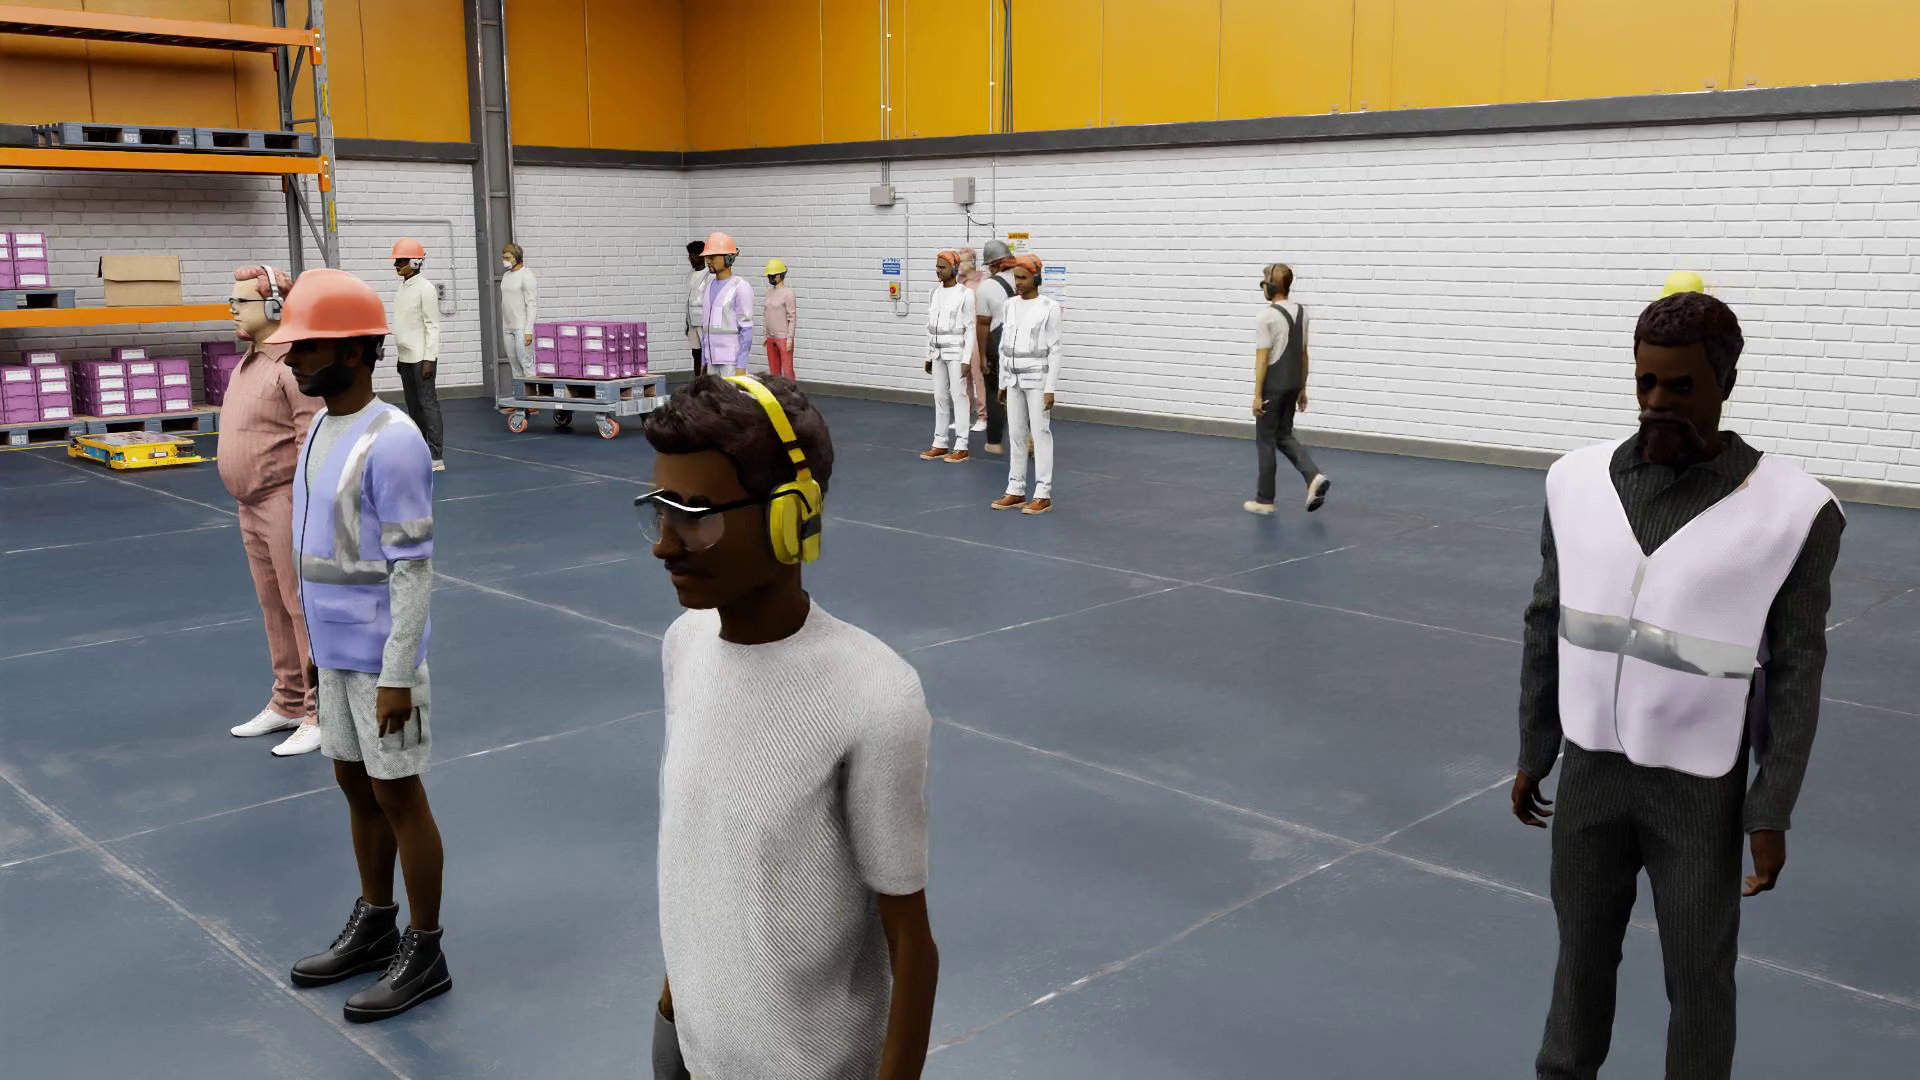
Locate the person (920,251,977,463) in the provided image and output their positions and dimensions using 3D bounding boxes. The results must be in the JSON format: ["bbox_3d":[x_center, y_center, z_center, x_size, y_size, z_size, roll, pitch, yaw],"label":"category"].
[{"bbox_3d":[-0.104,-1.635,14.897,0.356,1.882,0.574,-10,14,-44],"label":"person"}]

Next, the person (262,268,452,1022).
[{"bbox_3d":[-1.566,0.275,4.326,0.356,1.939,0.543,-10,14,-44],"label":"person"}]

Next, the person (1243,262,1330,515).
[{"bbox_3d":[2.333,-1.064,11.912,0.523,1.831,0.627,-8,13,-37],"label":"person"}]

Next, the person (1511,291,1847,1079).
[{"bbox_3d":[1.409,0.463,3.364,0.392,1.916,0.592,-10,14,-44],"label":"person"}]

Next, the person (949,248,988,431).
[{"bbox_3d":[0.109,-2.064,17.240,0.442,1.894,0.690,-9,14,-40],"label":"person"}]

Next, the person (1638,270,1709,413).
[{"bbox_3d":[4.395,-0.725,10.110,0.598,1.816,0.534,-8,13,-38],"label":"person"}]

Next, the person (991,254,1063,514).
[{"bbox_3d":[0.491,-1.134,12.153,0.356,1.886,0.574,-10,14,-44],"label":"person"}]

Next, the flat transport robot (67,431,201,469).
[{"bbox_3d":[-7.376,-0.816,14.822,0.652,0.197,1.431,-10,14,-44],"label":"flat transport robot"}]

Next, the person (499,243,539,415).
[{"bbox_3d":[-4.972,-2.364,18.723,0.373,1.938,0.630,-10,14,-44],"label":"person"}]

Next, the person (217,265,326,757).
[{"bbox_3d":[-2.682,-0.115,6.537,0.409,1.909,0.641,-10,14,-44],"label":"person"}]

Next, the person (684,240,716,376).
[{"bbox_3d":[-3.152,-2.651,20.213,0.368,1.963,0.603,-10,14,-44],"label":"person"}]

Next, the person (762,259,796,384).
[{"bbox_3d":[-2.034,-2.253,18.591,0.317,1.765,0.522,-10,14,-44],"label":"person"}]

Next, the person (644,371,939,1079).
[{"bbox_3d":[-0.230,0.719,2.143,0.340,1.857,0.556,-10,14,-44],"label":"person"}]

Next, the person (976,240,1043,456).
[{"bbox_3d":[0.461,-1.775,15.225,0.674,2.000,0.811,-4,11,-20],"label":"person"}]

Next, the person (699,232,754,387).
[{"bbox_3d":[-1.942,-1.489,13.655,0.372,2.044,0.607,-10,14,-44],"label":"person"}]

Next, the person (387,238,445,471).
[{"bbox_3d":[-4.675,-1.579,14.281,0.376,1.995,0.609,-10,14,-44],"label":"person"}]
